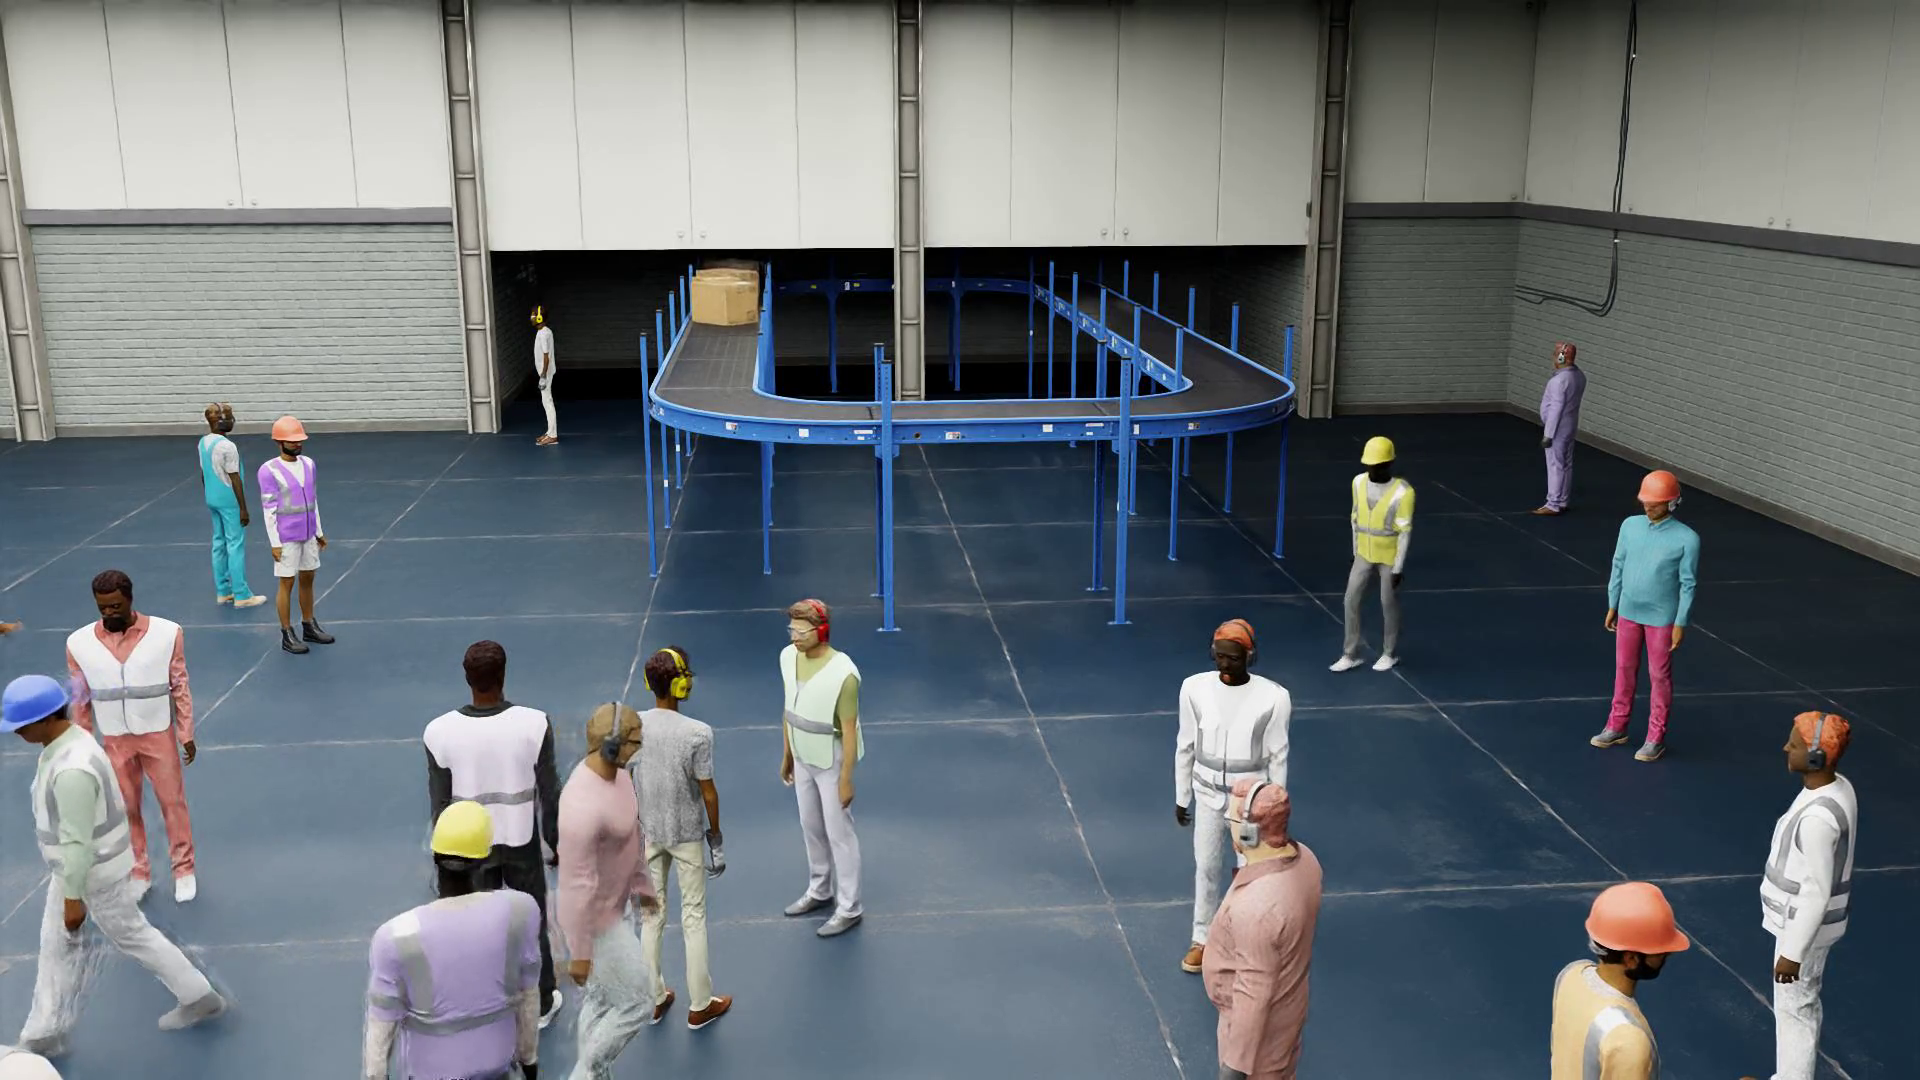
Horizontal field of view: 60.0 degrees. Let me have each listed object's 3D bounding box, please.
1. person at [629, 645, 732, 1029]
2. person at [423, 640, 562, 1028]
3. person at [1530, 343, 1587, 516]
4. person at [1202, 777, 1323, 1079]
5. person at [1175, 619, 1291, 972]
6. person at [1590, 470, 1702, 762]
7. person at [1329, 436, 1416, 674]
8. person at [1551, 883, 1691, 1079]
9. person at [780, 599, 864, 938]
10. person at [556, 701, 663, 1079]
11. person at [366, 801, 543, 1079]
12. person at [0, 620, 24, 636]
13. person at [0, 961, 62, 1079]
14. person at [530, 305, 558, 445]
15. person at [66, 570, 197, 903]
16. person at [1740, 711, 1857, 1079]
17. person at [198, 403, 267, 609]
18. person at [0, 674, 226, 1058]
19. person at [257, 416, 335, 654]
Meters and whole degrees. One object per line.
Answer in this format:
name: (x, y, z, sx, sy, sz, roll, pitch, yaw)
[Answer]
person: (-1.358, 1.408, 7.880, 0.531, 1.865, 0.310, 4, 15, 15)
person: (-2.162, 1.405, 7.793, 0.587, 1.913, 0.391, -3, 14, -11)
person: (6.581, -1.217, 18.297, 0.410, 1.909, 0.643, 12, 18, 39)
person: (1.100, 1.799, 6.235, 0.401, 1.904, 0.651, 7, 16, 26)
person: (1.350, 1.295, 8.318, 0.569, 1.878, 0.351, 6, 15, 24)
person: (4.652, 0.498, 11.258, 0.379, 1.993, 0.611, -10, 17, -35)
person: (3.204, 0.133, 12.899, 0.786, 1.894, 0.615, -11, 18, -39)
person: (2.078, 2.000, 5.363, 0.362, 1.938, 0.545, -1, 14, -2)
person: (-0.727, 1.186, 8.841, 0.394, 1.834, 0.563, -12, 19, -41)
person: (-1.482, 1.596, 7.029, 0.432, 1.908, 0.651, -1, 14, -3)
person: (-1.810, 1.874, 5.982, 0.678, 1.894, 0.395, -9, 17, -32)
person: (-8.177, -0.028, 13.541, 0.906, 1.901, 0.666, -7, 16, -25)
person: (-2.877, 2.063, 4.900, 0.684, 2.000, 0.536, -1, 14, -5)
person: (-5.608, -2.220, 22.385, 0.323, 1.871, 0.528, -3, 14, -11)
person: (-4.529, 1.072, 9.145, 0.599, 1.908, 0.402, -4, 15, -16)
person: (3.533, 1.620, 6.992, 0.341, 1.882, 0.587, 9, 16, 31)
person: (-6.502, -0.306, 14.777, 0.510, 1.846, 0.341, 9, 17, 32)
person: (-3.960, 1.469, 7.609, 0.993, 1.884, 0.638, -10, 17, -35)
person: (-5.405, -0.051, 13.567, 0.359, 1.939, 0.543, 6, 15, 23)
